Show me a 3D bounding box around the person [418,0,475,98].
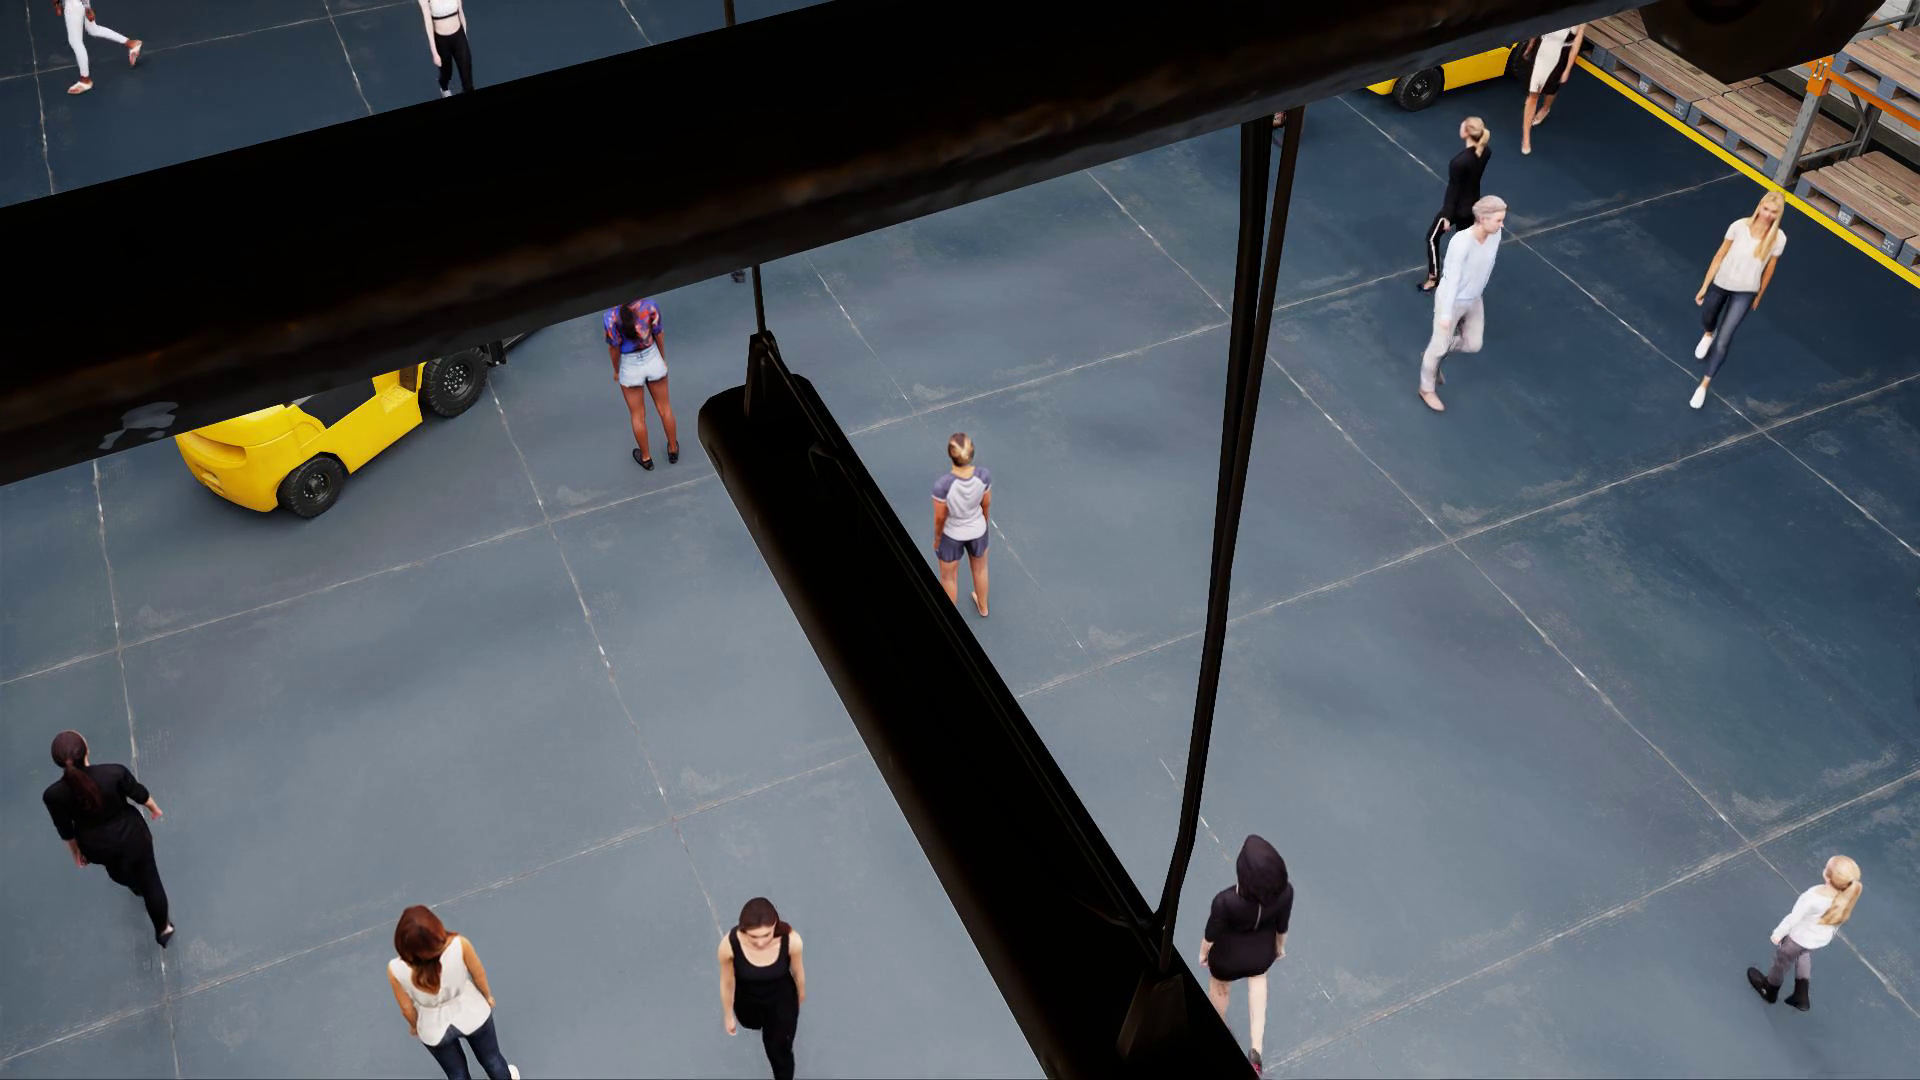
[{"bbox_3d":[-4.949,-4.778,15.991,0.776,1.701,1.226,-27,50,-26],"label":"person"}]

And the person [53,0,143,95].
[{"bbox_3d":[-8.764,-5.375,16.626,1.165,1.687,1.022,30,51,27],"label":"person"}]

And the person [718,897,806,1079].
[{"bbox_3d":[-1.017,2.296,8.592,0.868,1.663,1.154,-1,44,-1],"label":"person"}]

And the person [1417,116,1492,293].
[{"bbox_3d":[4.212,-2.681,13.798,0.653,1.690,0.631,-22,48,-22],"label":"person"}]

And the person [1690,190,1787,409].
[{"bbox_3d":[6.042,-1.977,12.998,1.179,1.773,1.066,26,49,25],"label":"person"}]

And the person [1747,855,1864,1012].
[{"bbox_3d":[4.626,2.175,9.002,0.551,1.273,0.646,-10,45,-11],"label":"person"}]

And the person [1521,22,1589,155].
[{"bbox_3d":[5.609,-4.559,15.771,1.136,1.687,1.118,27,50,25],"label":"person"}]

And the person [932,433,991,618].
[{"bbox_3d":[0.014,-0.059,11.093,0.583,1.624,0.513,-16,46,-16],"label":"person"}]

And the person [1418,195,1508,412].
[{"bbox_3d":[3.782,-1.877,12.821,0.678,1.873,0.726,-17,46,-17],"label":"person"}]

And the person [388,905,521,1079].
[{"bbox_3d":[-2.551,2.414,8.380,0.578,1.785,0.514,-16,46,-16],"label":"person"}]

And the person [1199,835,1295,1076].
[{"bbox_3d":[1.483,2.207,8.591,0.736,1.794,0.862,-6,44,-6],"label":"person"}]

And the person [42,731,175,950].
[{"bbox_3d":[-4.666,1.729,9.205,0.623,1.639,0.855,-17,46,-17],"label":"person"}]

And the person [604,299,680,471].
[{"bbox_3d":[-2.350,-1.261,12.265,0.584,1.746,0.507,-16,46,-16],"label":"person"}]
